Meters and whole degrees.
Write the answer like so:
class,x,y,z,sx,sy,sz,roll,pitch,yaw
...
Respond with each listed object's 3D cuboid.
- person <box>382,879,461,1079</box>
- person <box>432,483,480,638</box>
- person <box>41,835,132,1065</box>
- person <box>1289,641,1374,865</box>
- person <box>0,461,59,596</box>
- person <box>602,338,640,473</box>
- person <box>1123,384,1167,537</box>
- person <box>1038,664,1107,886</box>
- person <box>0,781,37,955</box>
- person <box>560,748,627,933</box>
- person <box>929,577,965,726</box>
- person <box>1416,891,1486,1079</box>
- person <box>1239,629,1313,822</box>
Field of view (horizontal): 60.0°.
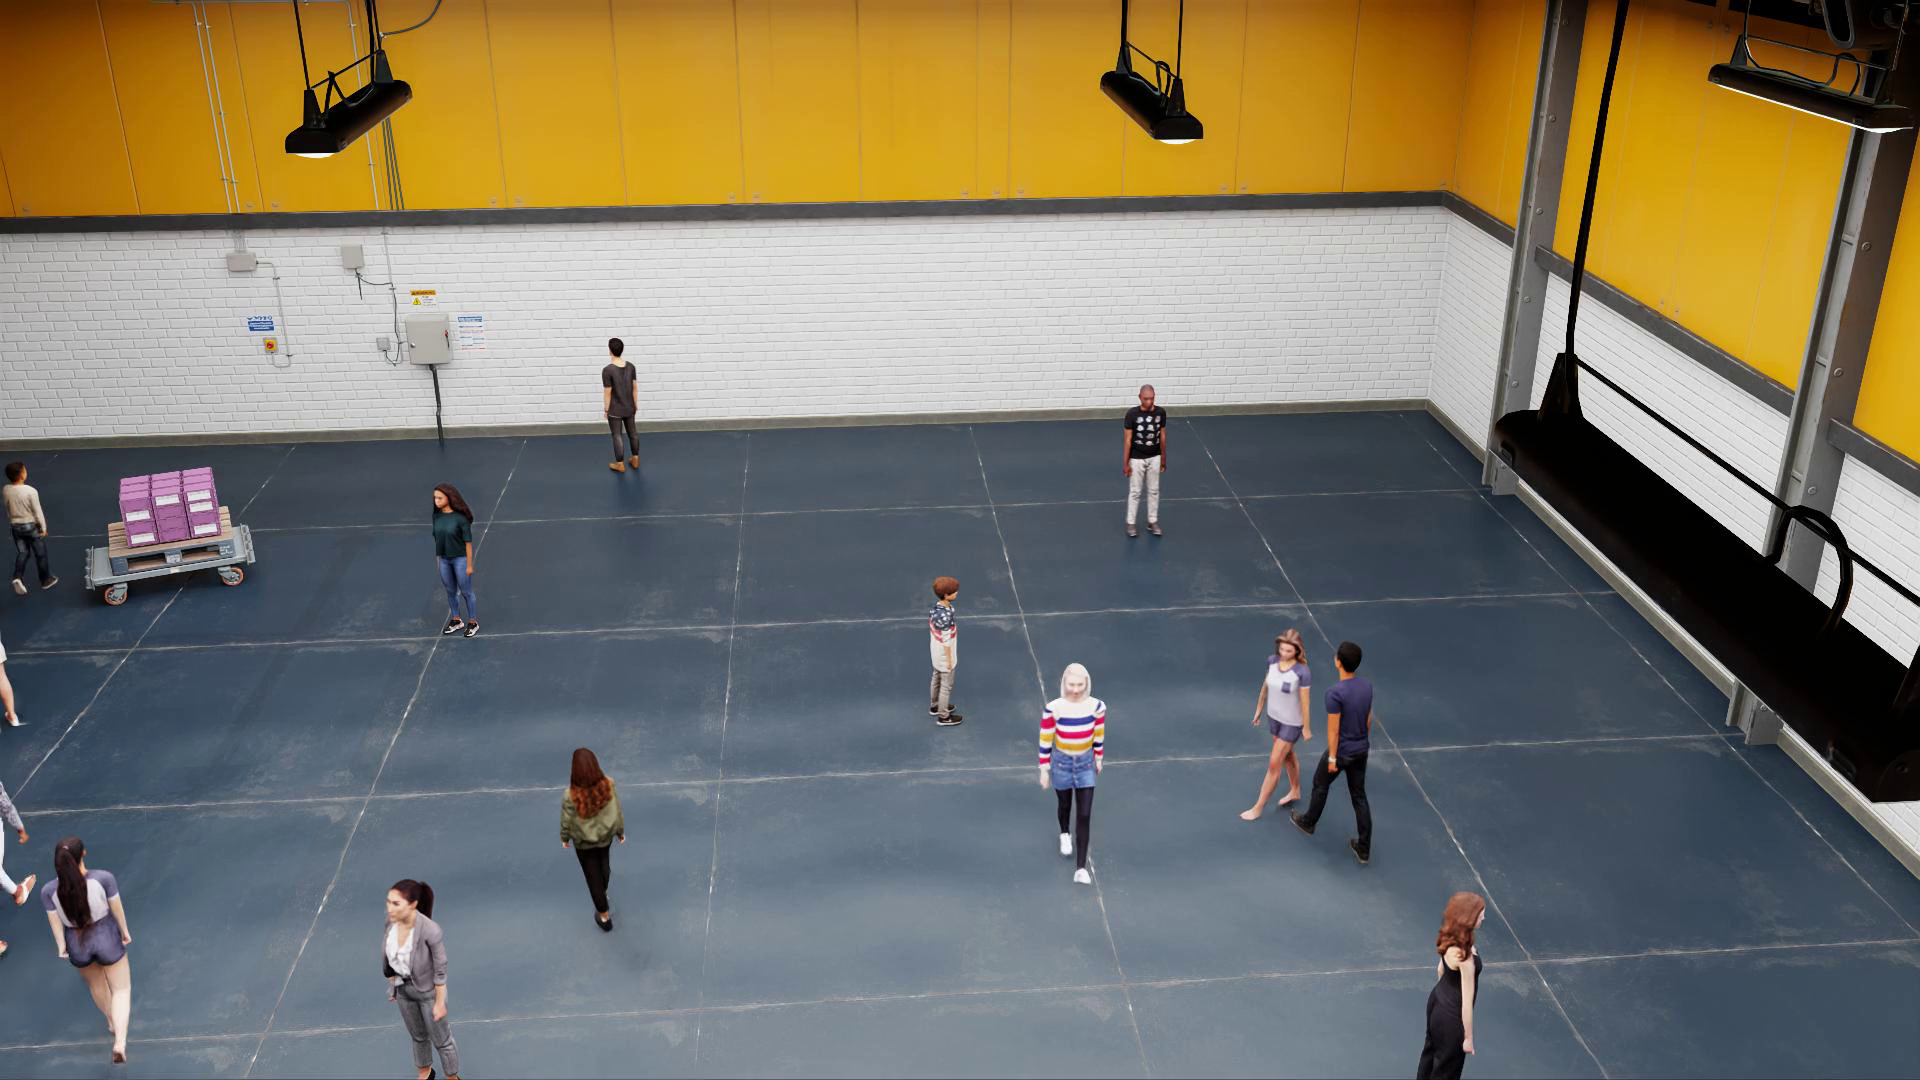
class,x,y,z,sx,sy,sz,roll,pitch,yaw
person,-3.395,2.851,10.495,0.721,1.678,0.749,11,26,24
person,-5.062,0.189,16.664,0.695,1.616,0.719,8,25,18
person,-5.683,2.700,10.907,0.748,1.626,1.017,-8,25,-18
person,3.072,1.707,13.037,0.896,1.740,1.104,-12,26,-26
person,-9.878,-0.094,17.520,0.582,1.449,0.824,0,24,0
person,-4.250,-1.703,20.866,0.708,1.717,0.728,-17,29,-34
person,2.108,-0.930,18.992,0.683,1.801,0.641,-5,24,-11
person,0.866,1.741,12.937,0.691,1.758,1.085,-1,24,-3
person,-7.064,2.220,11.955,0.648,1.668,1.205,-1,24,-3
person,-2.660,2.221,12.207,0.786,1.462,0.874,-15,28,-30
person,-0.152,0.983,15.067,0.609,1.440,0.475,-8,25,-18
person,3.011,2.917,10.262,0.637,1.745,0.448,-2,24,-5
person,2.741,1.468,13.650,0.959,1.687,1.001,-14,27,-29
